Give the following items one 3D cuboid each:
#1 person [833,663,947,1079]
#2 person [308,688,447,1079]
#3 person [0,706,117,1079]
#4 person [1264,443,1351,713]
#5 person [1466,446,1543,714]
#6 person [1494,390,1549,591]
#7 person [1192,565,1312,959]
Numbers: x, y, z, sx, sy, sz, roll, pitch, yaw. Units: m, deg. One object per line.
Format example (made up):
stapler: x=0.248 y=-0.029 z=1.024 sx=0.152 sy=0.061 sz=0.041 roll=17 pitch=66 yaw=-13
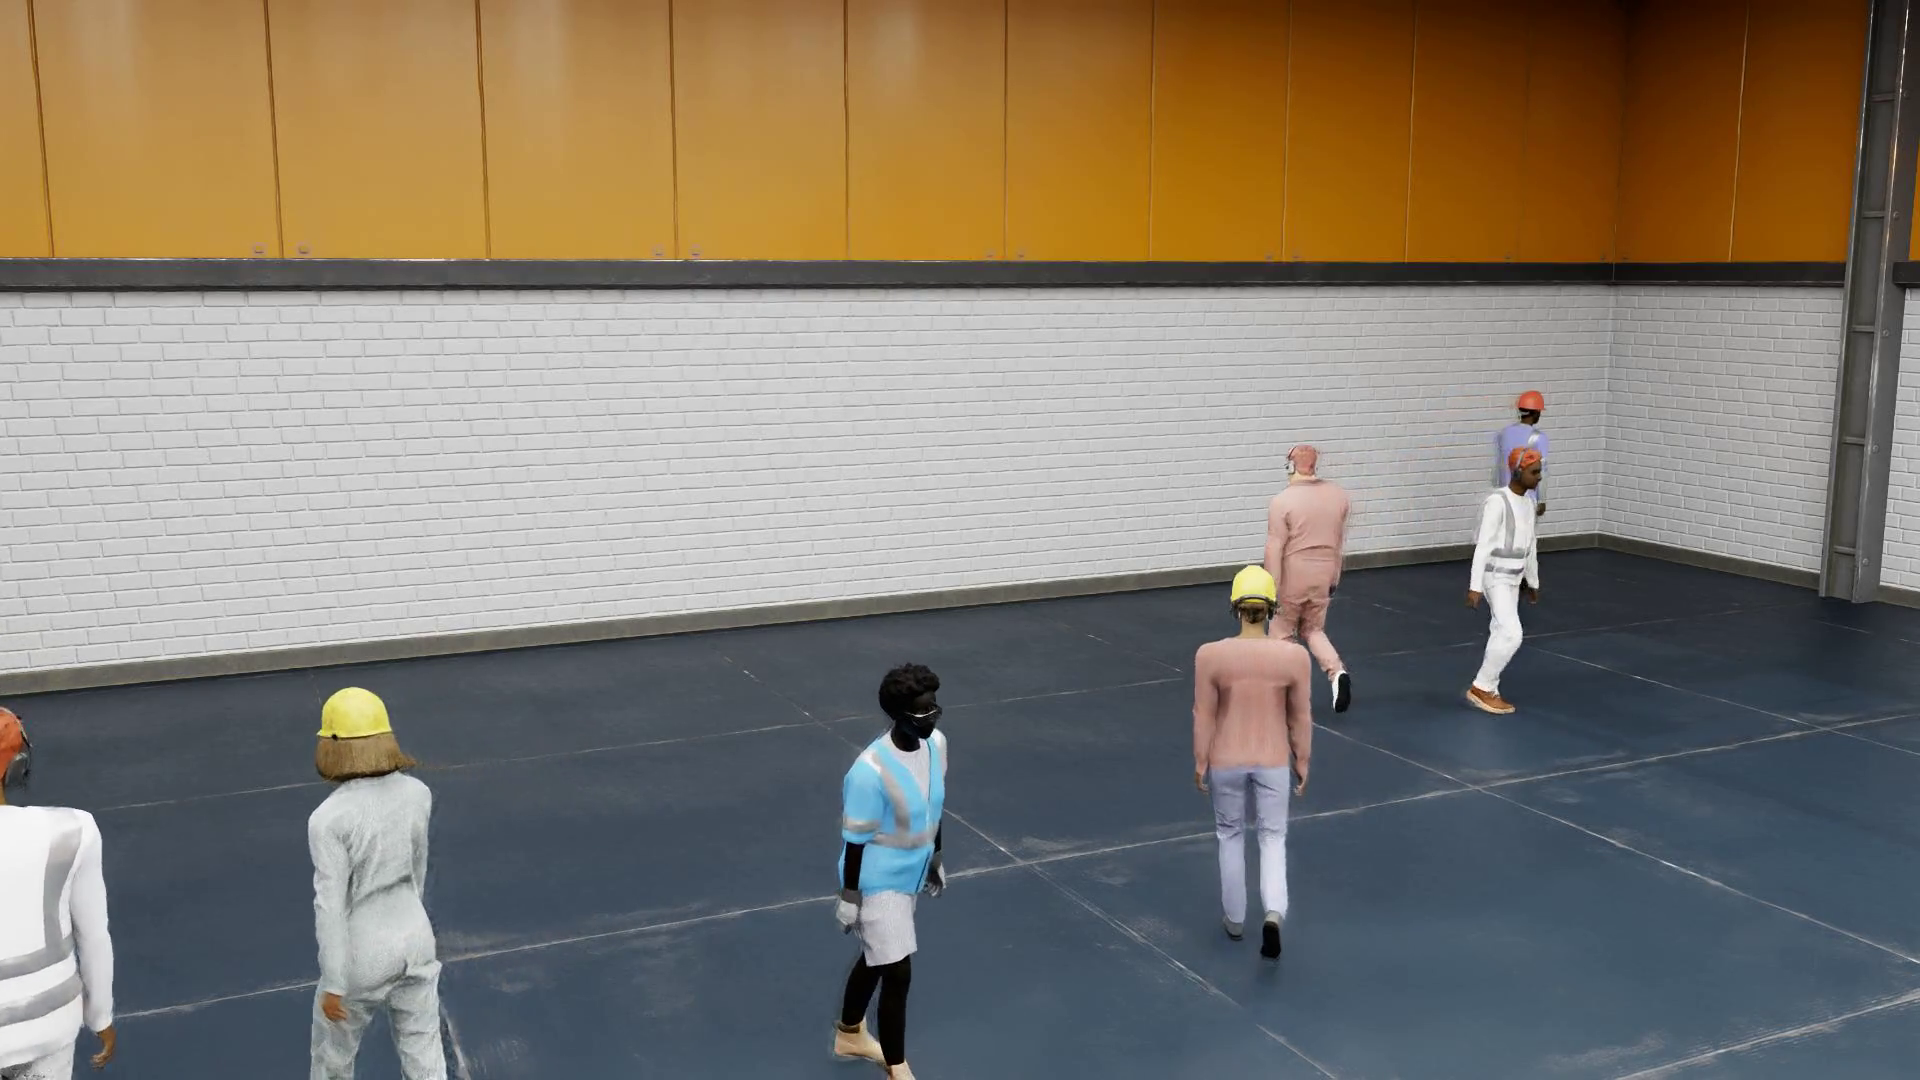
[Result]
person: x=-0.291 y=1.238 z=6.110 sx=0.608 sy=1.654 sz=0.543 roll=5 pitch=10 yaw=28
person: x=-1.947 y=1.318 z=5.394 sx=0.793 sy=1.704 sz=0.507 roll=6 pitch=11 yaw=32
person: x=-2.617 y=1.384 z=4.552 sx=0.584 sy=1.869 sz=0.518 roll=-6 pitch=11 yaw=-34
person: x=2.365 y=0.292 z=11.260 sx=0.677 sy=1.875 sz=0.621 roll=-4 pitch=10 yaw=-24
person: x=3.702 y=0.288 z=11.336 sx=0.657 sy=1.861 sz=0.461 roll=-9 pitch=13 yaw=-44
person: x=5.321 y=-0.459 z=15.782 sx=0.463 sy=1.920 sz=0.570 roll=-6 pitch=11 yaw=-35
person: x=1.291 y=0.986 z=7.373 sx=0.526 sy=1.748 sz=0.614 roll=1 pitch=9 yaw=6
